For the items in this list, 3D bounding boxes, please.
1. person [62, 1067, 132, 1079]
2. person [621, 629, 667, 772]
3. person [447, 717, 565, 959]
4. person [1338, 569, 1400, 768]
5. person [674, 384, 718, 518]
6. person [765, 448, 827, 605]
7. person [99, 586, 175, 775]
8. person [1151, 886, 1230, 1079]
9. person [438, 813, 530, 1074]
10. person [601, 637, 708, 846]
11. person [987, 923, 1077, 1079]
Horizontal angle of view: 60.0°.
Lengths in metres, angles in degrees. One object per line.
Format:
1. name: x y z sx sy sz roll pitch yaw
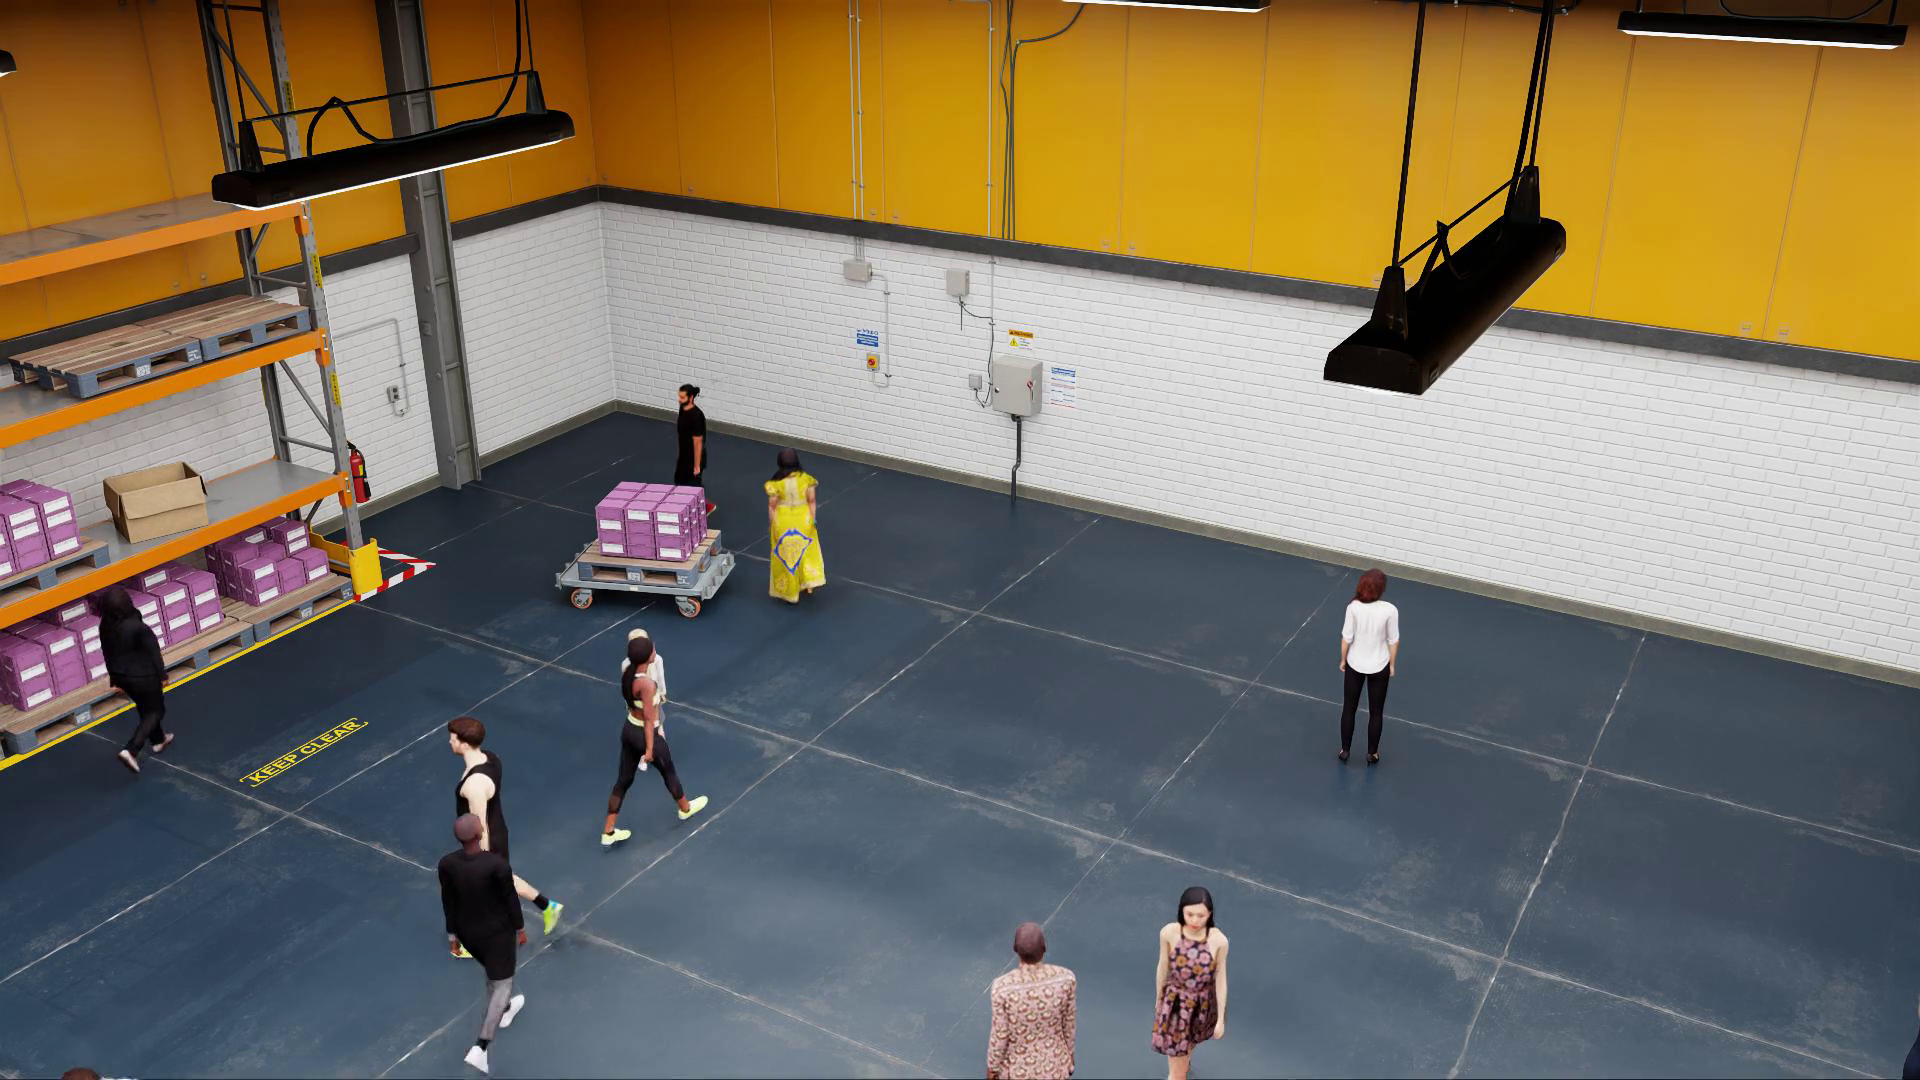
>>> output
1. person: -4.353 3.338 8.634 1.006 1.819 0.720 0 24 1
2. person: -2.639 1.324 13.921 0.598 1.275 0.666 -9 25 -19
3. person: -3.199 2.065 11.478 1.093 1.873 1.099 -3 24 -6
4. person: 3.389 1.072 13.848 0.658 1.795 0.594 7 25 15
5. person: -2.898 -0.924 18.478 0.855 1.743 0.805 -12 26 -26
6. person: -1.660 -0.109 16.735 0.945 1.645 1.005 -9 25 -19
7. person: -6.891 1.185 13.842 0.801 1.593 1.057 6 24 13
8. person: 1.395 2.789 10.013 0.936 1.720 1.256 3 24 7
9. person: -3.033 2.553 10.535 0.850 1.735 1.189 5 24 12
10. person: -2.529 1.582 12.797 1.217 1.703 0.812 -21 31 -39
11. person: 0.415 2.975 9.479 0.756 1.807 0.825 -7 25 -16
